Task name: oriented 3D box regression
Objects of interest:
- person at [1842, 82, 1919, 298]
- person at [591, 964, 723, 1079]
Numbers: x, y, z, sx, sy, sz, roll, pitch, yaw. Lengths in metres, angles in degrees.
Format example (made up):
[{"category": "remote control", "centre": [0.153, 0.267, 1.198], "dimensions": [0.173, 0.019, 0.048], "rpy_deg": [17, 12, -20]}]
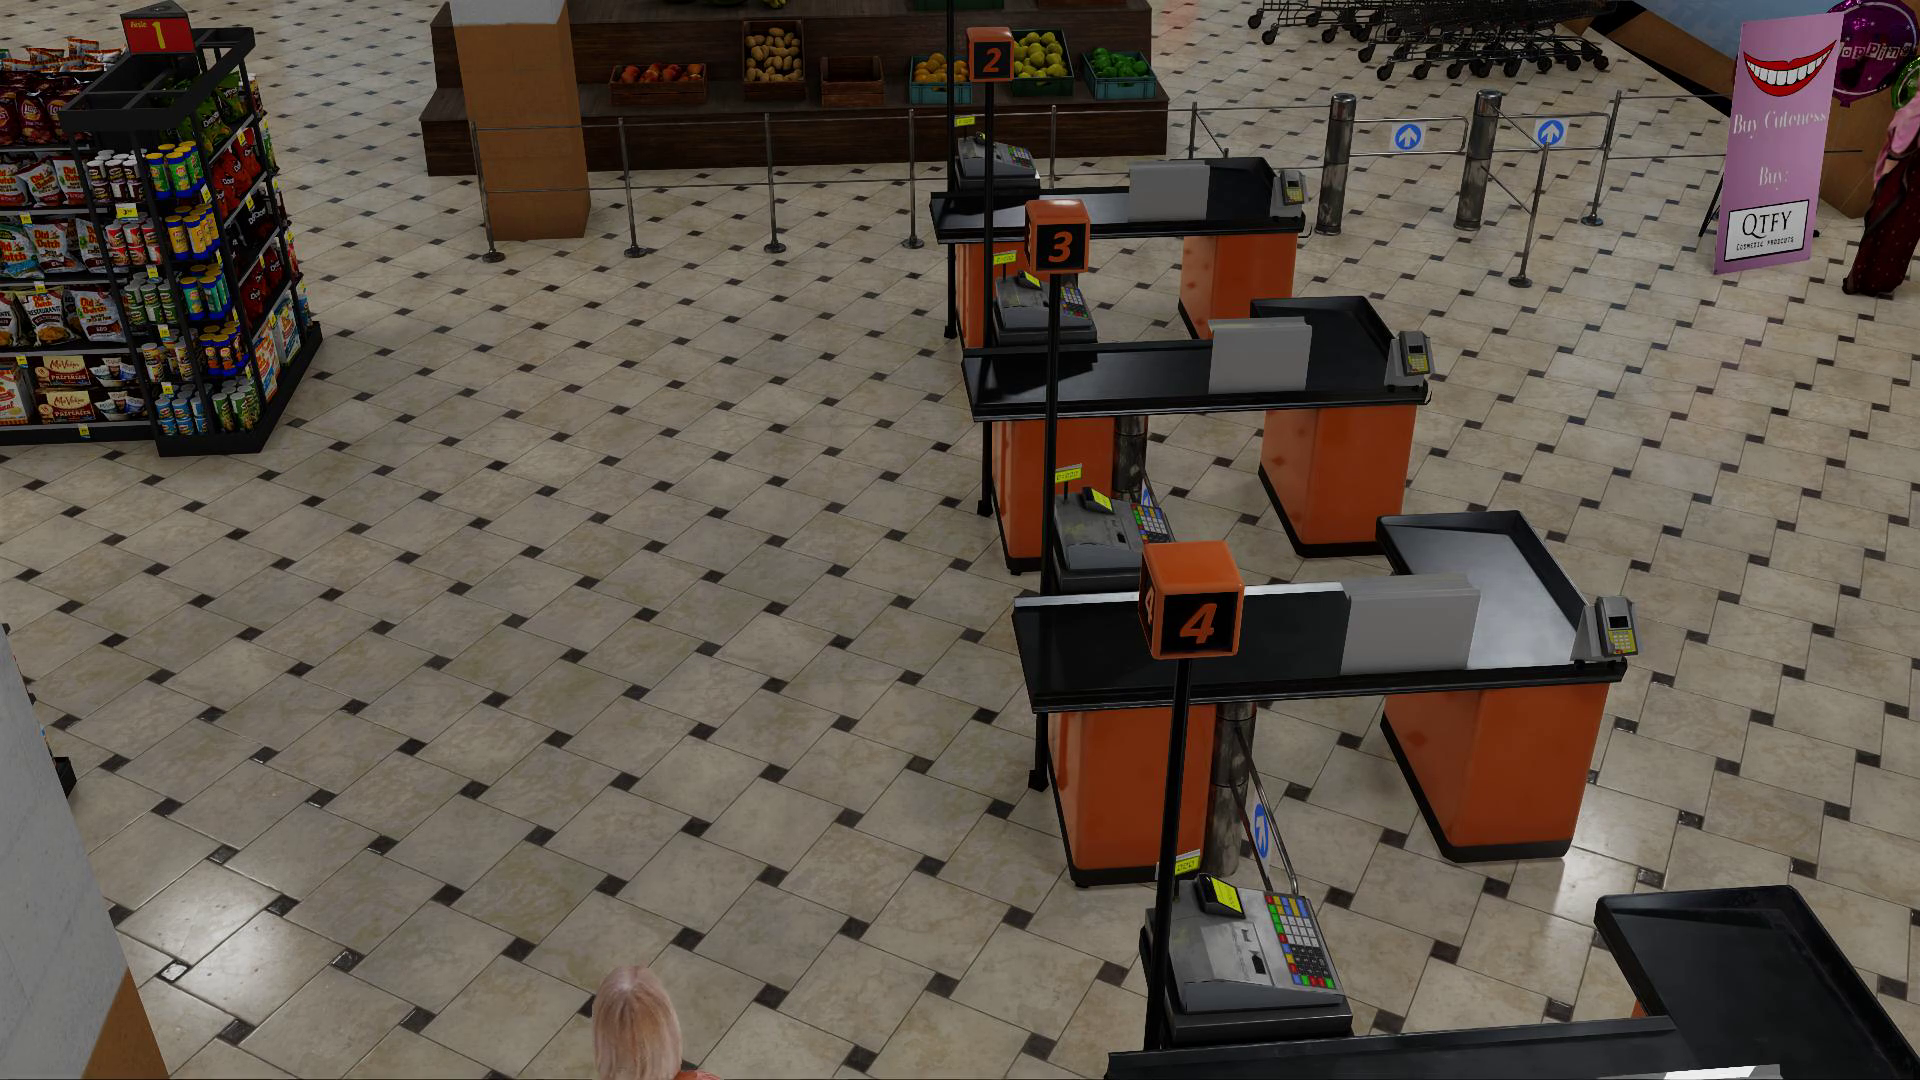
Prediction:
[{"category": "person", "centre": [6.262, -2.405, 10.976], "dimensions": [0.652, 1.637, 0.793], "rpy_deg": [-13, 34, -19]}, {"category": "person", "centre": [-0.748, 1.808, 4.156], "dimensions": [1.111, 1.689, 0.851], "rpy_deg": [-11, 34, -17]}]
